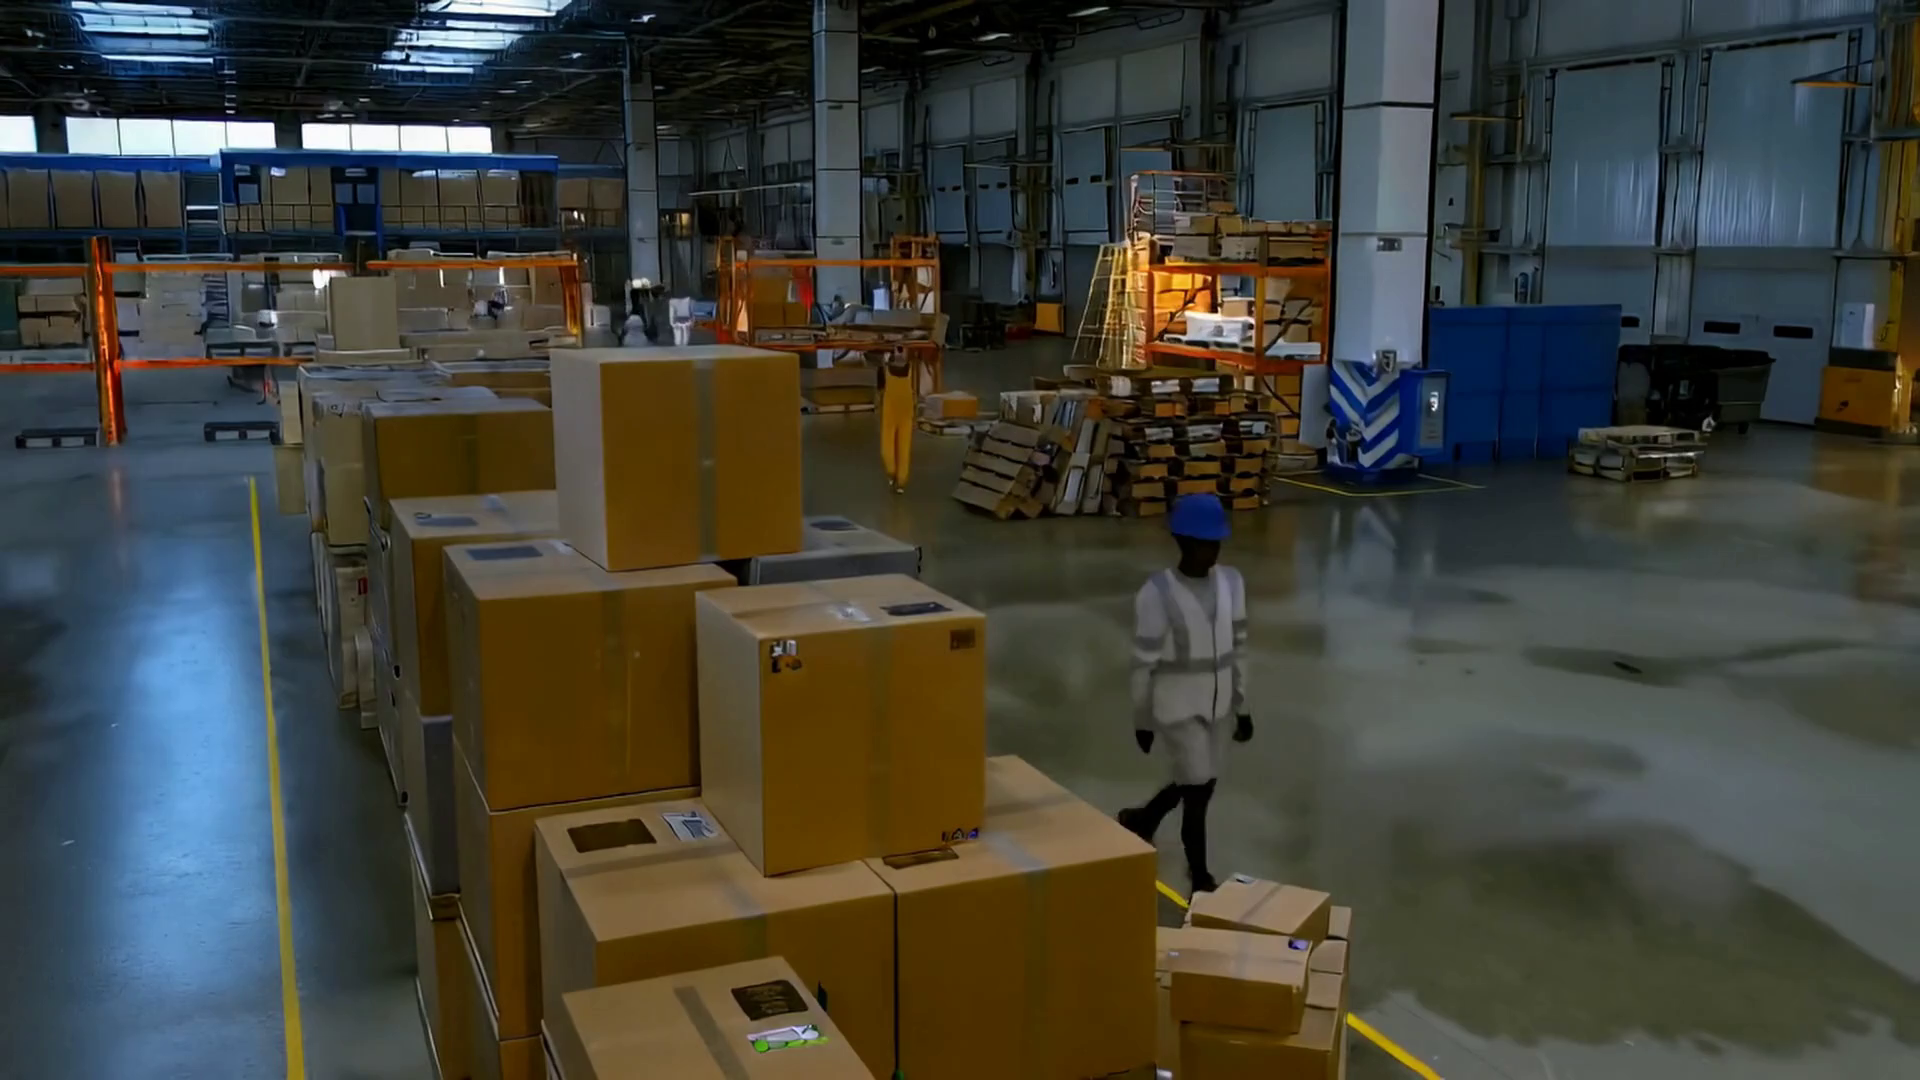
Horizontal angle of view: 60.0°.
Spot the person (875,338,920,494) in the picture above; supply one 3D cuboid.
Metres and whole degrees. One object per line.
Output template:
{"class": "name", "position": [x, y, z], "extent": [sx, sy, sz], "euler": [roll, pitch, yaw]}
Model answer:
{"class": "person", "position": [-0.732, -1.463, 19.620], "extent": [0.544, 1.834, 0.491], "euler": [0, 10, 0]}

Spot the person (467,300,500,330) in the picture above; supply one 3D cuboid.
{"class": "person", "position": [-8.403, -3.280, 29.429], "extent": [0.587, 1.915, 0.397], "euler": [-6, 12, -29]}

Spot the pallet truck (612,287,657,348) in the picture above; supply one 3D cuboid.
{"class": "pallet truck", "position": [-6.464, -4.406, 35.401], "extent": [0.823, 1.965, 1.885], "euler": [6, 12, 32]}

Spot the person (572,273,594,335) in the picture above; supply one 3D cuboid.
{"class": "person", "position": [-11.651, -7.275, 51.410], "extent": [0.503, 1.920, 0.643], "euler": [10, 14, 43]}

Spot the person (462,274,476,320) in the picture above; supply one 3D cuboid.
{"class": "person", "position": [-14.936, -7.132, 50.620], "extent": [0.382, 1.924, 0.594], "euler": [1, 10, 6]}

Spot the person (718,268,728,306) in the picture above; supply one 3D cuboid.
{"class": "person", "position": [-9.032, -9.473, 63.649], "extent": [0.979, 1.898, 0.551], "euler": [-7, 12, -32]}

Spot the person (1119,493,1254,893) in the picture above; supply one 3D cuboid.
{"class": "person", "position": [0.993, 0.713, 7.450], "extent": [0.546, 1.917, 0.858], "euler": [-7, 12, -34]}

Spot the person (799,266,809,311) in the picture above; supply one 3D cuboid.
{"class": "person", "position": [-6.480, -10.575, 69.474], "extent": [0.465, 1.970, 0.639], "euler": [2, 11, 12]}

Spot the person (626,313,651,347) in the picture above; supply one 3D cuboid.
{"class": "person", "position": [-4.860, -2.467, 25.064], "extent": [0.458, 1.873, 0.756], "euler": [3, 11, 15]}

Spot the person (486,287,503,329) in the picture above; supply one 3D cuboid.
{"class": "person", "position": [-10.138, -4.548, 36.362], "extent": [0.373, 1.935, 0.628], "euler": [0, 10, 2]}

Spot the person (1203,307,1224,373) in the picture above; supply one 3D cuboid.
{"class": "person", "position": [4.008, -2.788, 26.716], "extent": [0.701, 1.915, 0.562], "euler": [9, 13, 40]}

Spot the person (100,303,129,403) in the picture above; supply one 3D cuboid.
{"class": "person", "position": [-15.572, -3.462, 30.567], "extent": [0.310, 1.864, 0.534], "euler": [3, 11, 14]}

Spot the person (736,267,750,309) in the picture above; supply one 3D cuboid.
{"class": "person", "position": [-9.302, -10.824, 71.212], "extent": [0.627, 1.843, 0.429], "euler": [-5, 12, -27]}

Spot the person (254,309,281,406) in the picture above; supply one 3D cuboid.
{"class": "person", "position": [-12.453, -3.283, 29.914], "extent": [0.491, 1.744, 0.295], "euler": [1, 10, 5]}

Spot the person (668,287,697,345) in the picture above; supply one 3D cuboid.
{"class": "person", "position": [-6.720, -5.218, 40.391], "extent": [0.649, 1.801, 0.900], "euler": [-3, 11, -18]}
